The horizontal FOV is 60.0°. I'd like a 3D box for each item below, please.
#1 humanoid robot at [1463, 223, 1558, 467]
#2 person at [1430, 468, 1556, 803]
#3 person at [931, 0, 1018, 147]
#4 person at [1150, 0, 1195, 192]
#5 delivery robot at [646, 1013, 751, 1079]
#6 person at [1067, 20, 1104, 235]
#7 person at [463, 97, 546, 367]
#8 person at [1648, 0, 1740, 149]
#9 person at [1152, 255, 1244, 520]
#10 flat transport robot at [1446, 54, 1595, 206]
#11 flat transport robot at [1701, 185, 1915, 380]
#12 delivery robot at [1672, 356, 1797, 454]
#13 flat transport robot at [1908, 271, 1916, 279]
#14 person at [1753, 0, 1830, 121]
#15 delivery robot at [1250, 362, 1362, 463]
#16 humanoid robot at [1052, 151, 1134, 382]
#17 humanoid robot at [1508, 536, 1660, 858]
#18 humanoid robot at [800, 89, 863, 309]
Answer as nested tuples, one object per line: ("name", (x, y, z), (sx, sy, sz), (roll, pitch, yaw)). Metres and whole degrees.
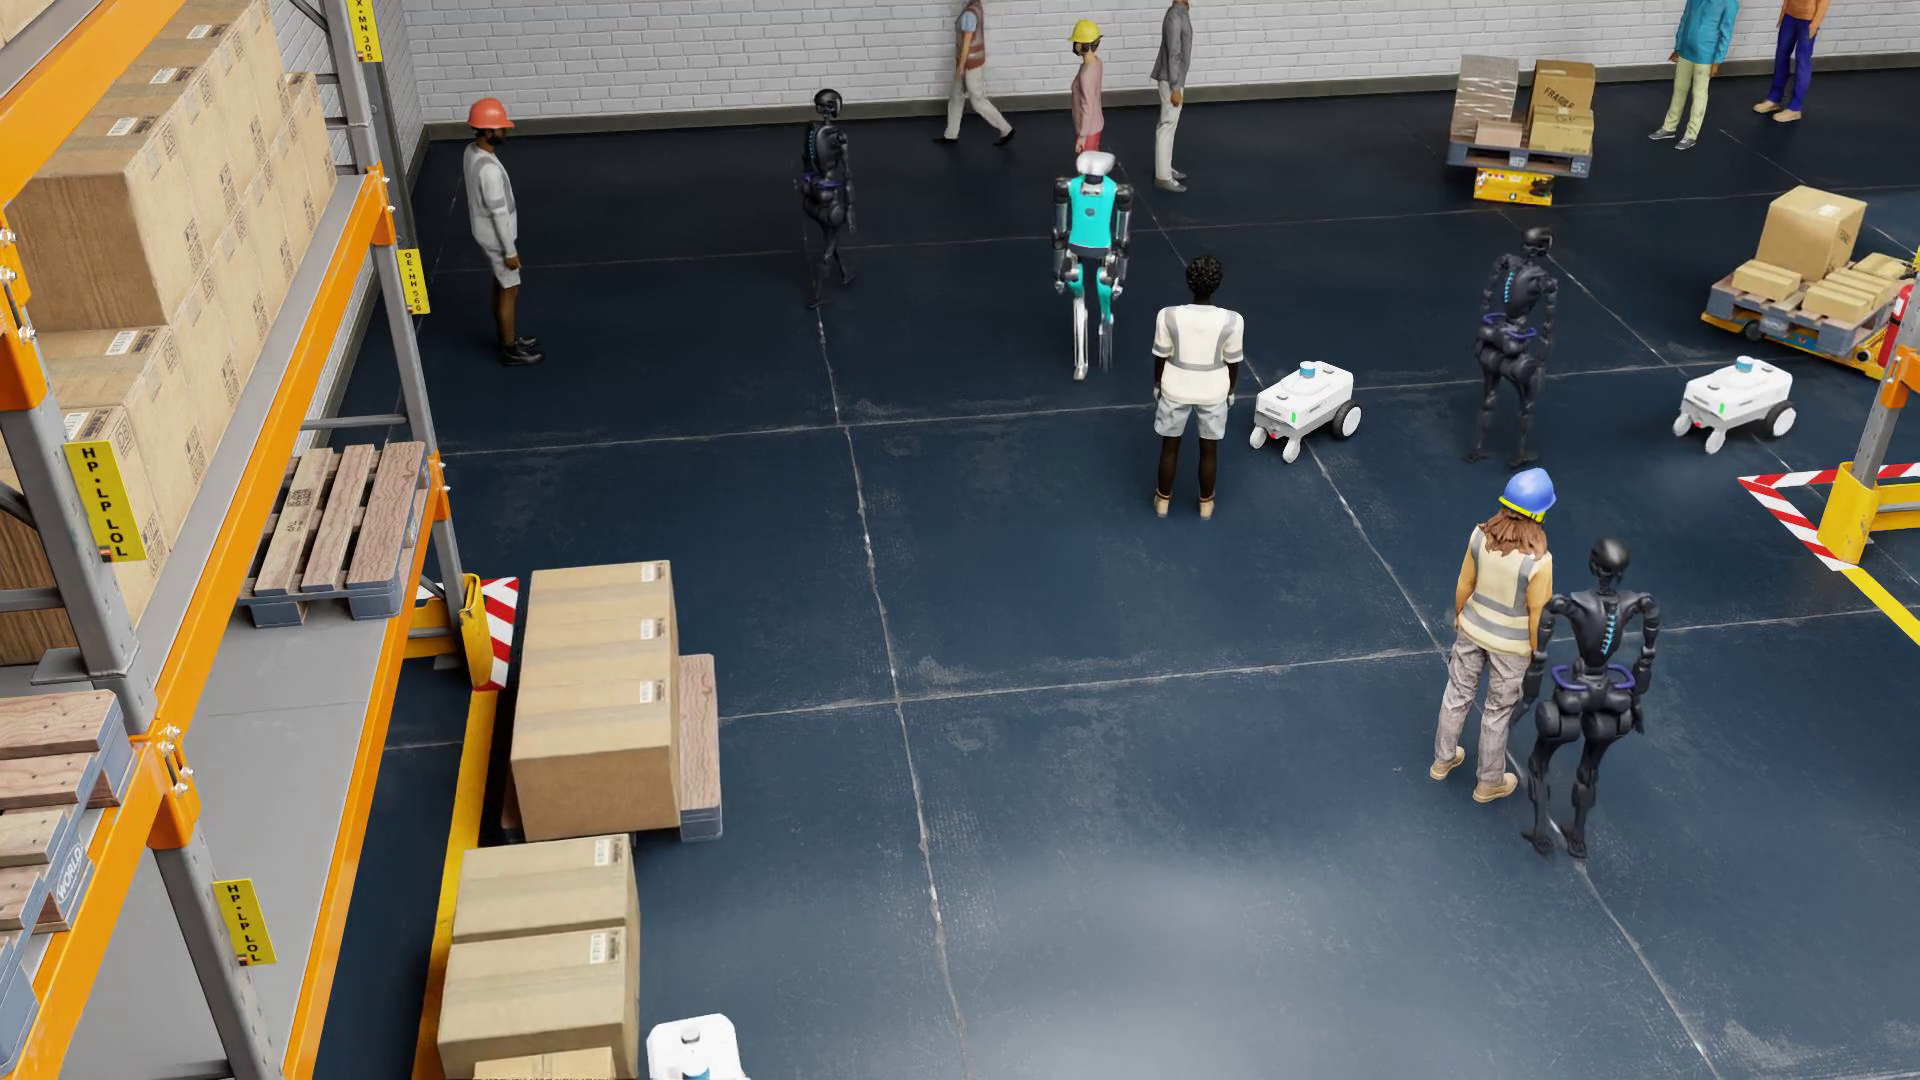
("humanoid robot", (3.496, -1.236, 10.459), (0.441, 1.652, 0.611), (-18, 37, -25))
("person", (2.516, 0.447, 7.785), (0.309, 1.778, 0.466), (-26, 41, -34))
("person", (0.147, -4.430, 15.367), (0.780, 1.662, 0.444), (0, 33, 0))
("person", (1.857, -4.010, 14.509), (0.395, 1.898, 0.531), (5, 33, 7))
("delivery robot", (-0.953, 2.199, 6.239), (0.525, 0.614, 0.785), (-8, 34, -11))
("person", (1.015, -3.375, 13.654), (0.326, 1.766, 0.532), (6, 34, 10))
("person", (-3.197, -2.135, 11.611), (0.389, 1.927, 0.547), (-16, 36, -22))
("person", (6.835, -4.524, 15.425), (0.330, 1.752, 0.561), (-15, 36, -21))
("person", (1.393, -0.886, 9.905), (0.533, 1.693, 0.320), (5, 33, 8))
("flat transport robot", (5.014, -3.385, 15.040), (0.659, 0.231, 1.431), (9, 34, 14))
("flat transport robot", (6.308, -1.563, 12.247), (0.659, 0.231, 1.431), (-28, 42, -36))
("delivery robot", (5.137, -0.938, 11.013), (0.769, 0.577, 0.499), (-17, 37, -24))
("flat transport robot", (7.900, -1.716, 12.482), (0.659, 0.231, 1.431), (-17, 37, -24))
("person", (8.130, -5.072, 16.071), (0.403, 1.974, 0.517), (-11, 35, -16))
("delivery robot", (2.263, -0.894, 10.949), (0.774, 0.581, 0.499), (-29, 43, -36))
("humanoid robot", (0.921, -1.829, 11.418), (0.546, 1.892, 0.758), (7, 34, 11))
("humanoid robot", (2.807, 0.729, 7.471), (0.607, 1.653, 0.342), (-1, 33, -1))
("humanoid robot", (-0.955, -2.598, 12.560), (0.672, 1.633, 0.610), (-25, 41, -33))
